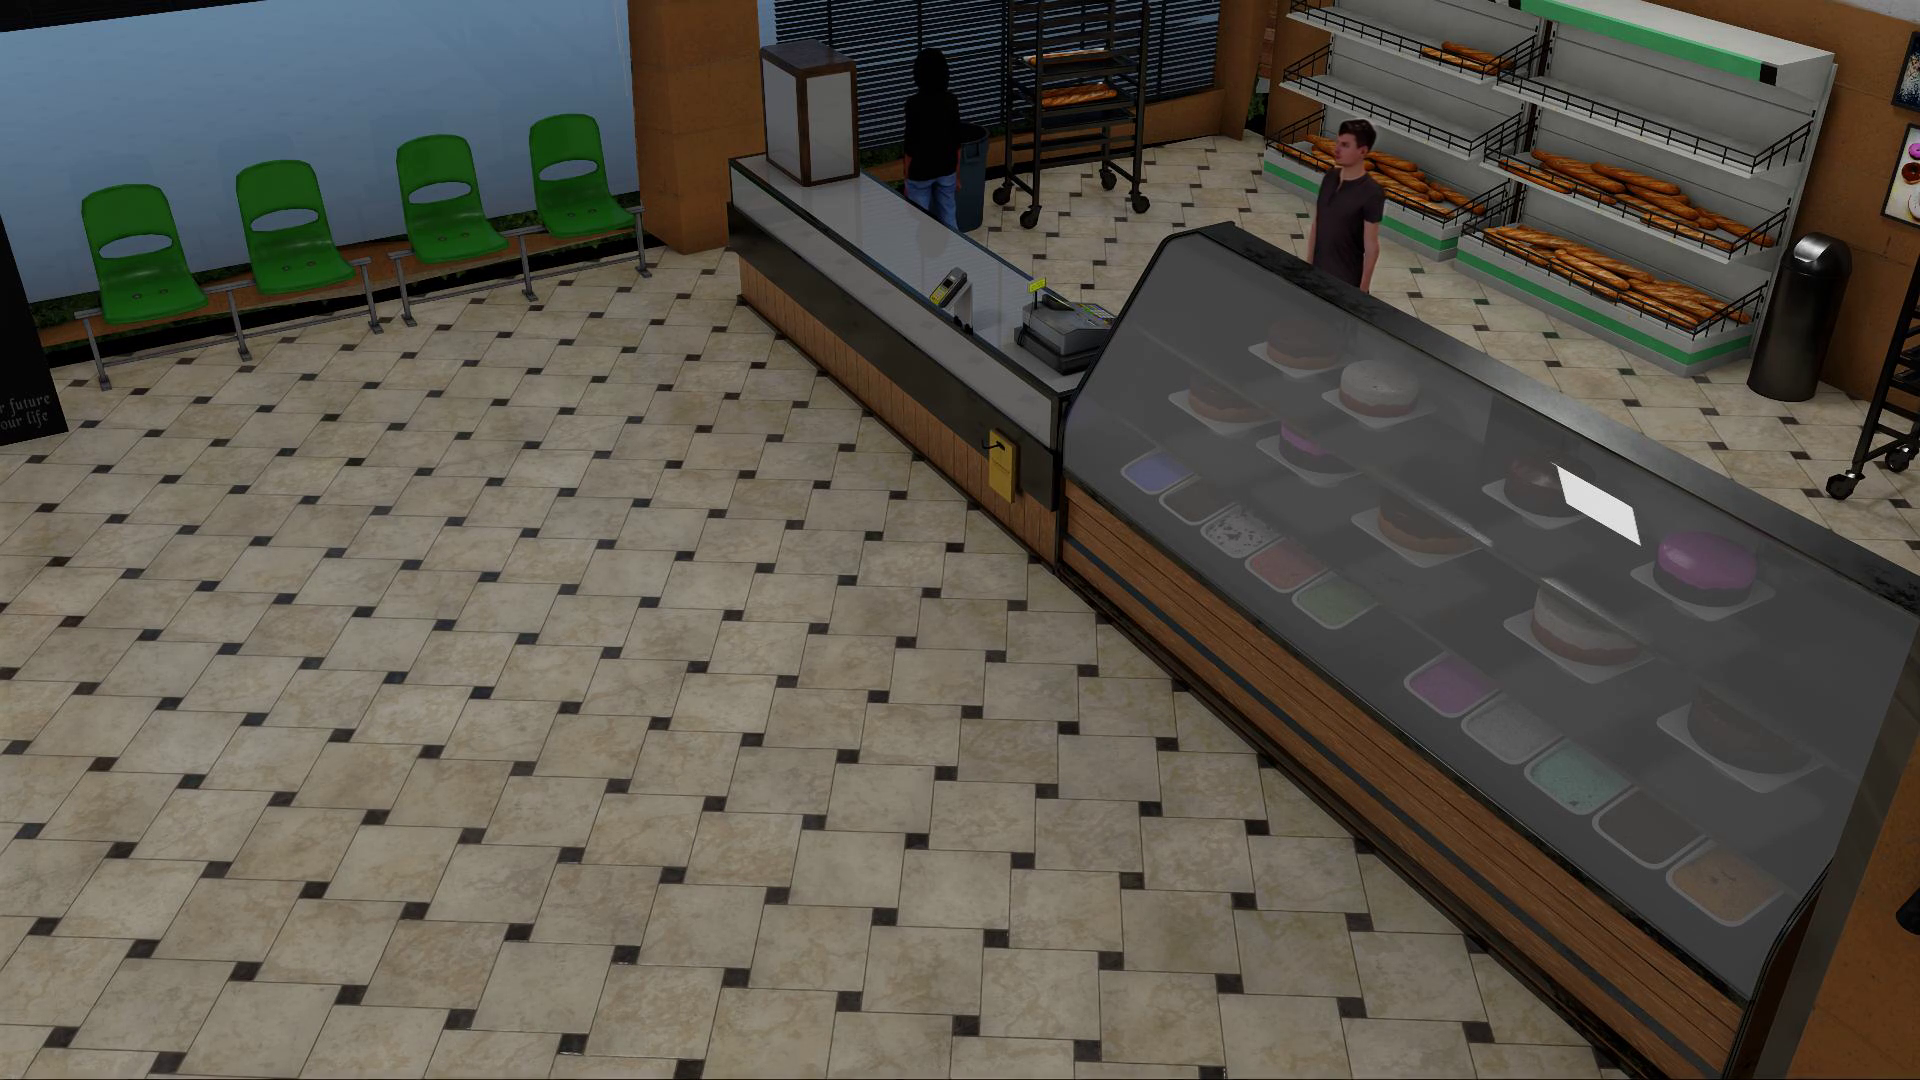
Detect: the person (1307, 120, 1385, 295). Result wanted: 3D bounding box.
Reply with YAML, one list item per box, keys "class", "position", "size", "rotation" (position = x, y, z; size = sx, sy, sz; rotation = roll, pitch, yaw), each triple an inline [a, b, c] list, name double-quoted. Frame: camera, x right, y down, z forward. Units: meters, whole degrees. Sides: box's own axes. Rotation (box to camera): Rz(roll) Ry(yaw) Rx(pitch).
- class: "person"
  position: [2.131, -1.448, 9.321]
  size: [0.526, 1.851, 0.644]
  rotation: [-17, 36, -25]

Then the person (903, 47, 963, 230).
- class: "person"
  position: [-0.190, -2.399, 10.991]
  size: [0.509, 1.702, 0.656]
  rotation: [-12, 34, -19]
